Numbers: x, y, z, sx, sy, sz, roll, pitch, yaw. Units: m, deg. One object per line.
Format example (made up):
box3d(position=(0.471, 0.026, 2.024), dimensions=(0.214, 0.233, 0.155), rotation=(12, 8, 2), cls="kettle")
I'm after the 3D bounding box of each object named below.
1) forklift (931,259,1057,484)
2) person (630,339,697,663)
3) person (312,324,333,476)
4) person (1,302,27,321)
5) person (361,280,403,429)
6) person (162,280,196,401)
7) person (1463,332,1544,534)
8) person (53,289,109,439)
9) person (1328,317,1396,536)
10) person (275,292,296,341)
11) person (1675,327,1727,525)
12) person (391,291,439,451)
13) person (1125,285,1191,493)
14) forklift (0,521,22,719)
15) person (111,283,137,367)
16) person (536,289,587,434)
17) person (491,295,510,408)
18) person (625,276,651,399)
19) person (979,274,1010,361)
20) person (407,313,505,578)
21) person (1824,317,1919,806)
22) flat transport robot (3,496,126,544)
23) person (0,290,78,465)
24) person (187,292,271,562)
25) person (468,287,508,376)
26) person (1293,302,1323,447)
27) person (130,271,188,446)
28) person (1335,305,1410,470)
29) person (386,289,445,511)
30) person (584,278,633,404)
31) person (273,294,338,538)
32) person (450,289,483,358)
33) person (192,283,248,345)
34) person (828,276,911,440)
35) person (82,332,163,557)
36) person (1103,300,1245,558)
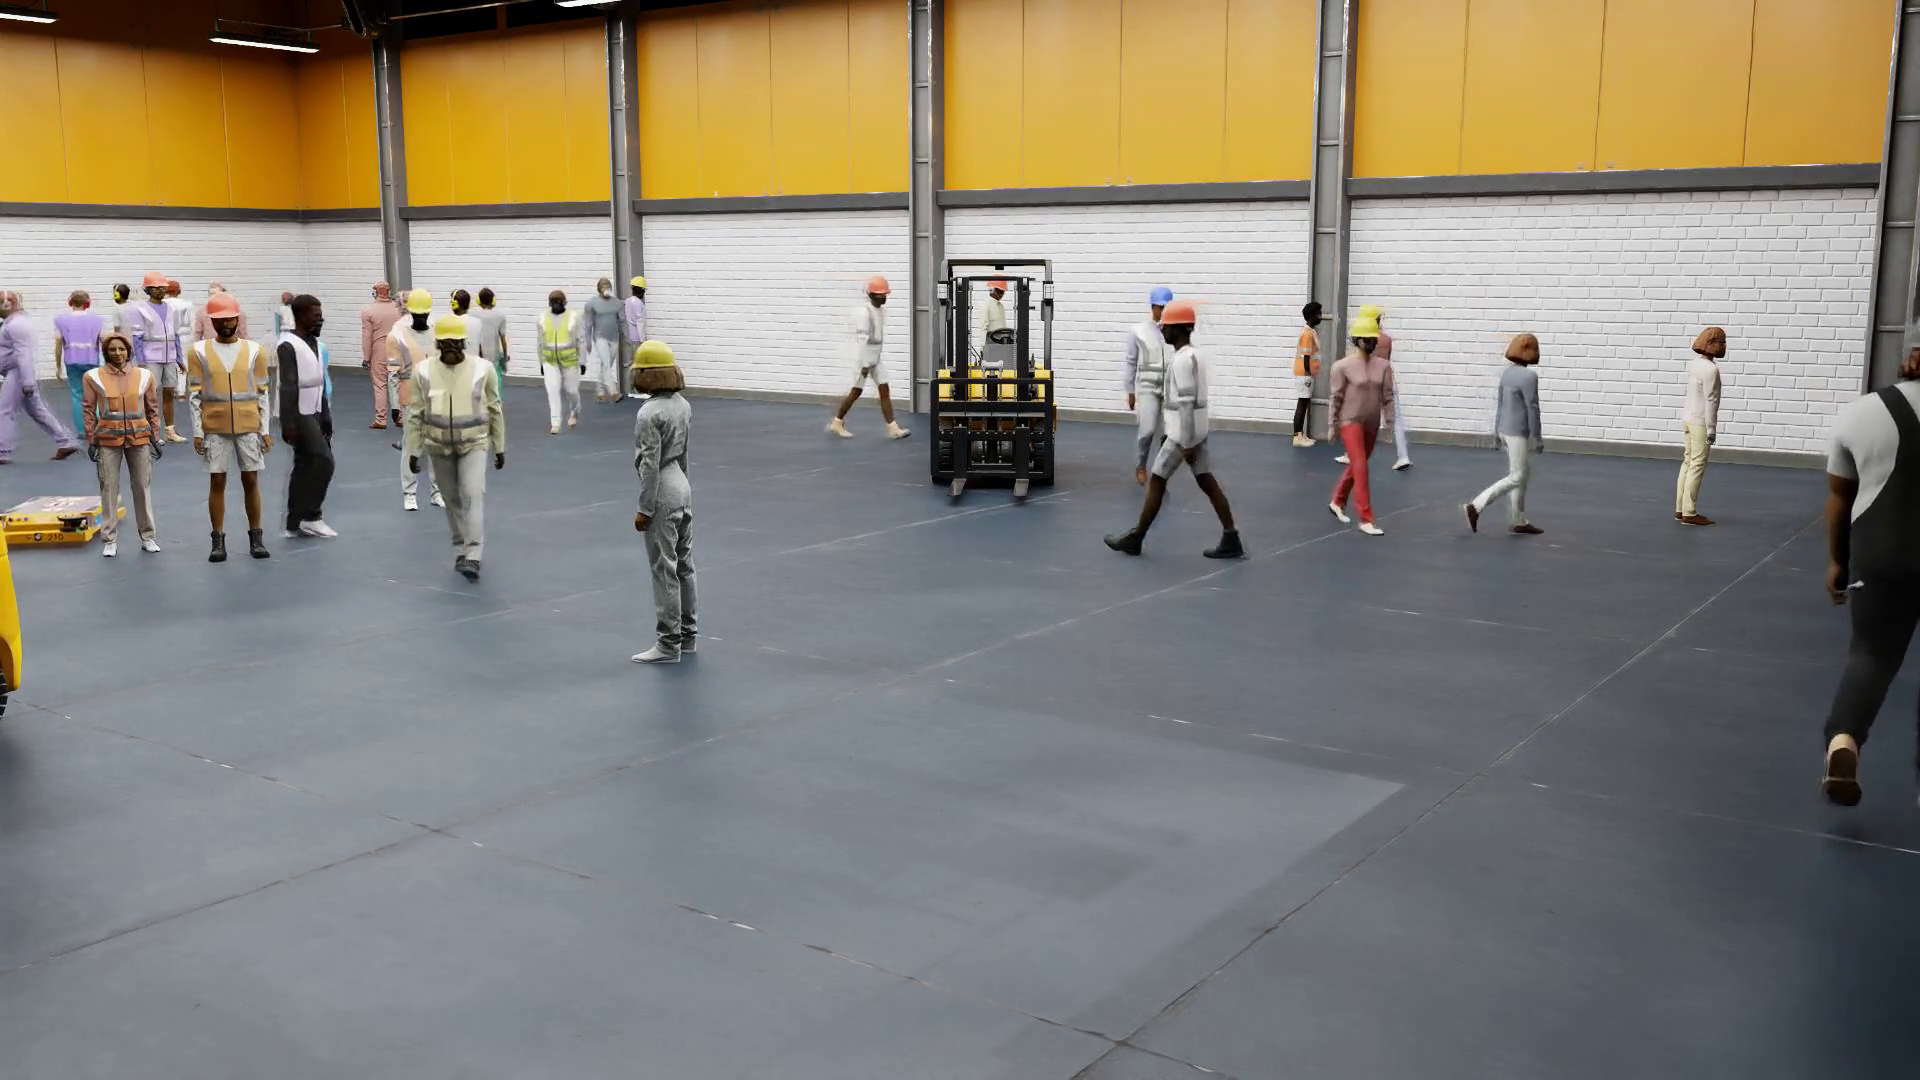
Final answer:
box3d(position=(0.370, -1.738, 16.759), dimensions=(1.214, 2.155, 2.313), rotation=(1, 10, 3), cls="forklift")
box3d(position=(-1.613, -0.207, 8.984), dimensions=(0.298, 1.744, 0.486), rotation=(3, 10, 15), cls="person")
box3d(position=(-6.480, -1.450, 16.625), dimensions=(0.323, 1.674, 0.662), rotation=(-8, 12, -39), cls="person")
box3d(position=(-15.327, -3.174, 26.976), dimensions=(0.279, 1.634, 0.497), rotation=(2, 10, 14), cls="person")
box3d(position=(-7.429, -2.386, 21.474), dimensions=(0.407, 1.908, 0.641), rotation=(9, 13, 42), cls="person")
box3d(position=(-12.081, -3.079, 25.705), dimensions=(0.596, 1.864, 0.555), rotation=(-2, 10, -13), cls="person")
box3d(position=(4.294, -0.820, 13.019), dimensions=(0.651, 1.610, 0.500), rotation=(0, 10, -2), cls="person")
box3d(position=(-10.582, -2.102, 20.047), dimensions=(0.591, 1.824, 0.522), rotation=(-6, 11, -31), cls="person")
box3d(position=(3.213, -0.942, 13.429), dimensions=(0.532, 1.723, 0.922), rotation=(-4, 10, -20), cls="person")
box3d(position=(-12.171, -3.713, 30.246), dimensions=(0.508, 1.605, 0.815), rotation=(-2, 10, -10), cls="person")
box3d(position=(6.098, -0.934, 13.667), dimensions=(0.281, 1.624, 0.494), rotation=(1, 10, 6), cls="person")
box3d(position=(-5.858, -1.786, 18.126), dimensions=(0.985, 1.836, 0.709), rotation=(6, 11, 31), cls="person")
box3d(position=(1.867, -1.400, 15.521), dimensions=(0.608, 1.931, 0.448), rotation=(-1, 10, -6), cls="person")
box3d(position=(-5.296, -0.090, 6.943), dimensions=(1.214, 2.155, 2.313), rotation=(7, 12, 35), cls="forklift")
box3d(position=(-11.618, -2.636, 23.120), dimensions=(0.404, 1.852, 0.549), rotation=(2, 10, 14), cls="person")
box3d(position=(-5.017, -2.262, 21.020), dimensions=(0.633, 1.817, 0.811), rotation=(0, 10, -1), cls="person")
box3d(position=(-6.799, -2.734, 24.079), dimensions=(0.534, 1.740, 0.823), rotation=(-3, 10, -15), cls="person")
box3d(position=(-5.059, -3.171, 26.120), dimensions=(0.381, 1.917, 0.585), rotation=(-5, 11, -29), cls="person")
box3d(position=(0.458, -2.501, 21.927), dimensions=(0.409, 1.982, 0.614), rotation=(5, 11, 25), cls="person")
box3d(position=(-3.448, -0.630, 11.314), dimensions=(0.623, 1.797, 0.853), rotation=(-1, 10, -6), cls="person")
box3d(position=(3.703, 0.072, 6.433), dimensions=(0.696, 2.000, 0.785), rotation=(9, 13, 42), cls="person")
box3d(position=(-7.131, -0.180, 13.193), dimensions=(0.652, 0.197, 1.431), rotation=(-3, 10, -15), cls="flat transport robot")
box3d(position=(-10.029, -1.741, 17.780), dimensions=(0.988, 1.864, 0.663), rotation=(-5, 11, -28), cls="person")
box3d(position=(-5.261, -0.814, 12.020), dimensions=(0.543, 1.938, 0.357), rotation=(-5, 11, -27), cls="person")
box3d(position=(-6.065, -2.323, 21.335), dimensions=(0.514, 1.833, 0.954), rotation=(-6, 11, -31), cls="person")
box3d(position=(4.055, -1.932, 19.419), dimensions=(0.322, 1.691, 0.533), rotation=(3, 10, 15), cls="person")
box3d(position=(-9.382, -2.128, 19.523), dimensions=(0.378, 2.045, 0.605), rotation=(5, 11, 29), cls="person")
box3d(position=(4.328, -1.583, 17.297), dimensions=(0.542, 1.708, 0.954), rotation=(-5, 11, -29), cls="person")
box3d(position=(-4.660, -1.216, 14.472), dimensions=(0.591, 1.916, 0.389), rotation=(-7, 12, -37), cls="person")
box3d(position=(-5.287, -2.991, 25.102), dimensions=(0.648, 1.884, 1.009), rotation=(-9, 13, -42), cls="person")
box3d(position=(-5.037, -0.949, 12.924), dimensions=(0.605, 1.898, 0.616), rotation=(0, 10, -2), cls="person")
box3d(position=(-5.463, -1.826, 18.305), dimensions=(0.528, 1.852, 0.570), rotation=(5, 11, 30), cls="person")
box3d(position=(-9.945, -2.503, 22.317), dimensions=(0.674, 1.849, 1.005), rotation=(0, 10, -1), cls="person")
box3d(position=(-1.113, -2.186, 20.089), dimensions=(1.072, 1.984, 0.661), rotation=(5, 11, 28), cls="person")
box3d(position=(-6.158, -0.705, 12.251), dimensions=(0.514, 1.641, 0.309), rotation=(-7, 12, -35), cls="person")
box3d(position=(1.602, -0.789, 12.058), dimensions=(1.043, 1.884, 0.549), rotation=(4, 10, 23), cls="person")
